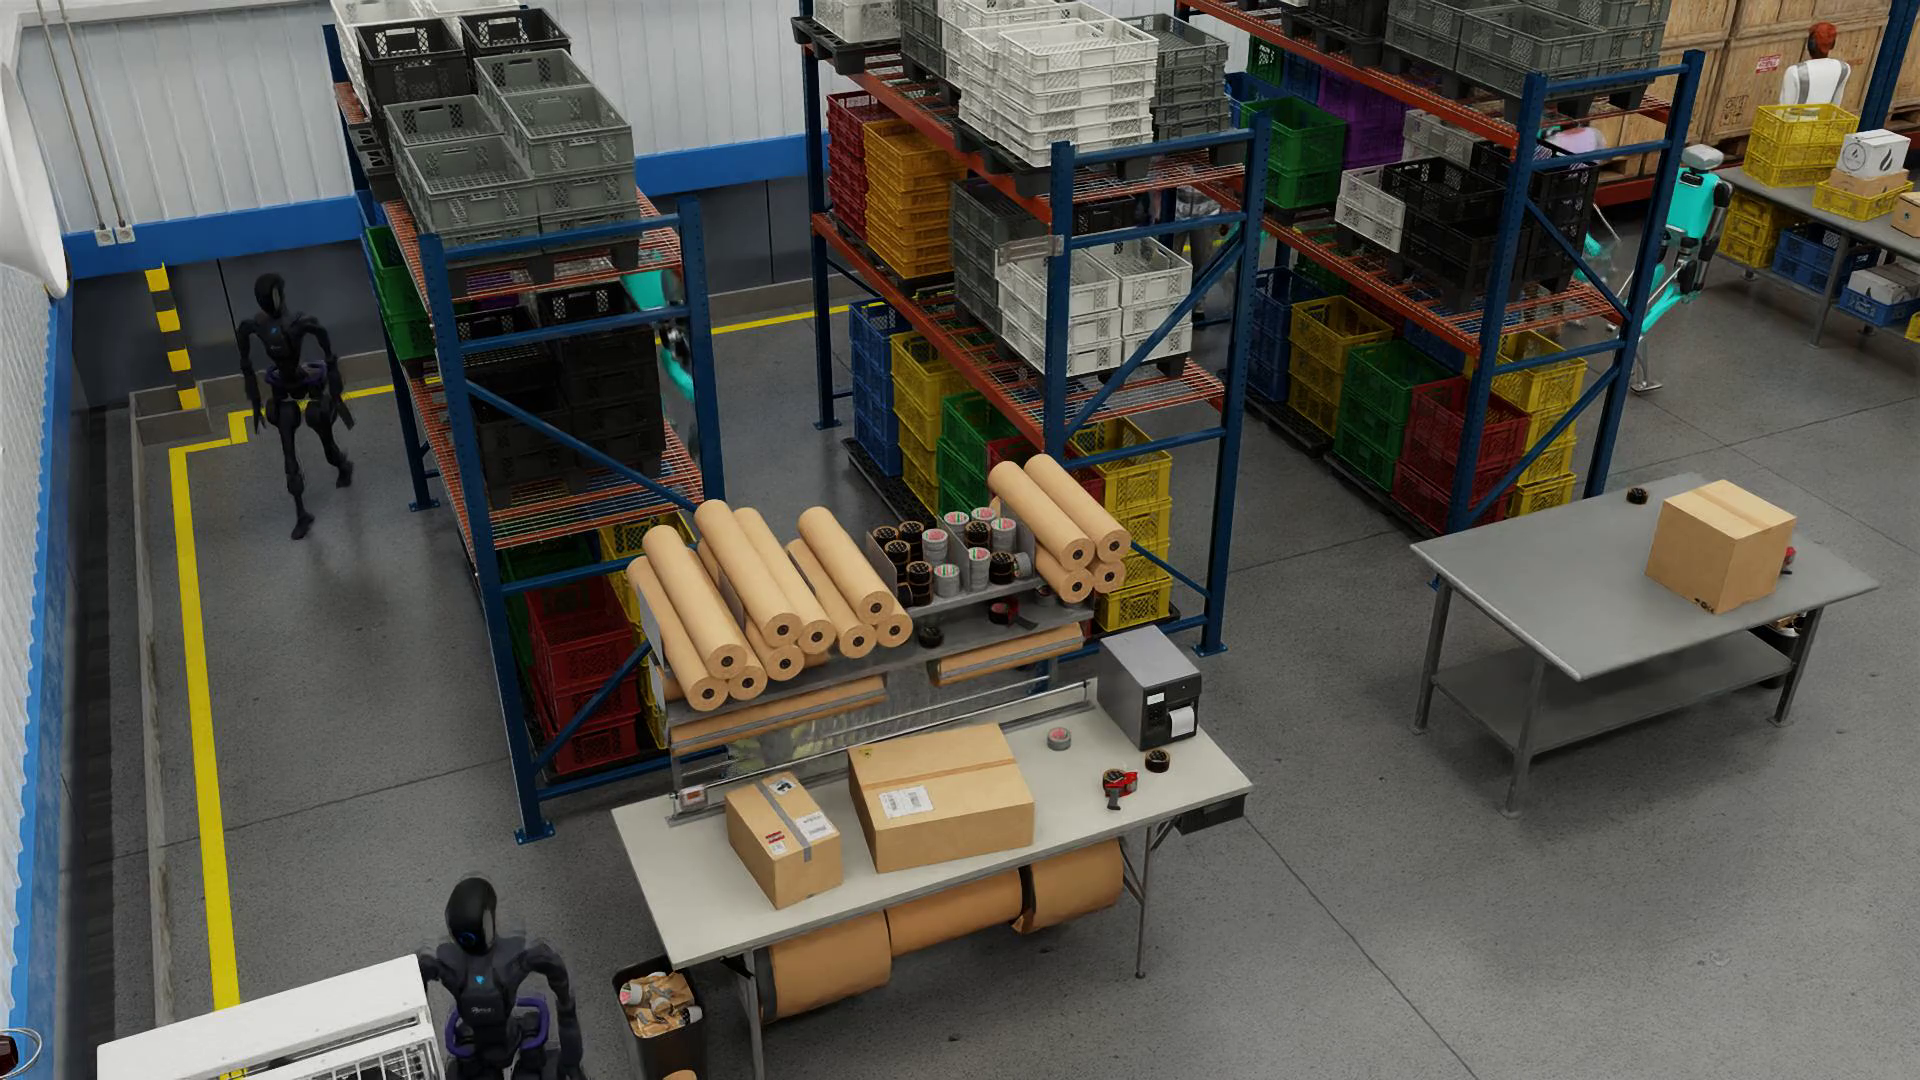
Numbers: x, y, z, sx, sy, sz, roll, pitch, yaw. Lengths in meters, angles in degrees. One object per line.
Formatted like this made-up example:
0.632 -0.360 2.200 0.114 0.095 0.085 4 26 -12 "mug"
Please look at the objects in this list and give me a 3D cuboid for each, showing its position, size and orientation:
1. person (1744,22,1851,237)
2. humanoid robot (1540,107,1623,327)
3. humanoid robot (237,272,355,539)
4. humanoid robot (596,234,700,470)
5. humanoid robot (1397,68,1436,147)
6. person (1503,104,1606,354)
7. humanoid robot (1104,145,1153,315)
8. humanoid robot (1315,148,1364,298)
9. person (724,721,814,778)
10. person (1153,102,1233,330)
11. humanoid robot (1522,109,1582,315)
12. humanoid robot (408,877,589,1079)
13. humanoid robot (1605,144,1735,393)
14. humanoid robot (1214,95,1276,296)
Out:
7.012 -3.377 13.916 0.573 1.883 0.356 -6 32 -10 "person"
4.644 -2.356 12.387 0.539 1.748 0.820 -27 40 -36 "humanoid robot"
-4.015 -0.881 10.123 0.610 1.650 0.781 -3 32 -4 "humanoid robot"
-1.858 -1.098 10.352 0.530 1.716 1.048 -17 35 -25 "humanoid robot"
3.648 -3.254 13.897 0.599 1.657 0.315 3 32 5 "humanoid robot"
4.301 -2.341 12.088 0.623 2.038 0.386 -14 34 -22 "person"
1.247 -2.227 12.256 0.408 1.644 0.594 -19 36 -27 "humanoid robot"
2.964 -2.536 12.753 0.414 1.649 0.600 9 33 14 "humanoid robot"
-0.753 0.853 7.123 0.920 1.809 0.618 2 32 2 "person"
1.735 -2.454 12.463 0.588 1.834 0.404 4 32 7 "person"
4.616 -2.613 12.797 0.789 1.742 0.530 -19 36 -28 "humanoid robot"
-1.575 1.782 5.770 0.600 1.642 0.740 -5 32 -7 "humanoid robot"
4.787 -1.838 11.458 0.733 1.692 0.531 -19 37 -28 "humanoid robot"
2.152 -2.471 12.582 0.694 1.788 0.540 -15 35 -22 "humanoid robot"
